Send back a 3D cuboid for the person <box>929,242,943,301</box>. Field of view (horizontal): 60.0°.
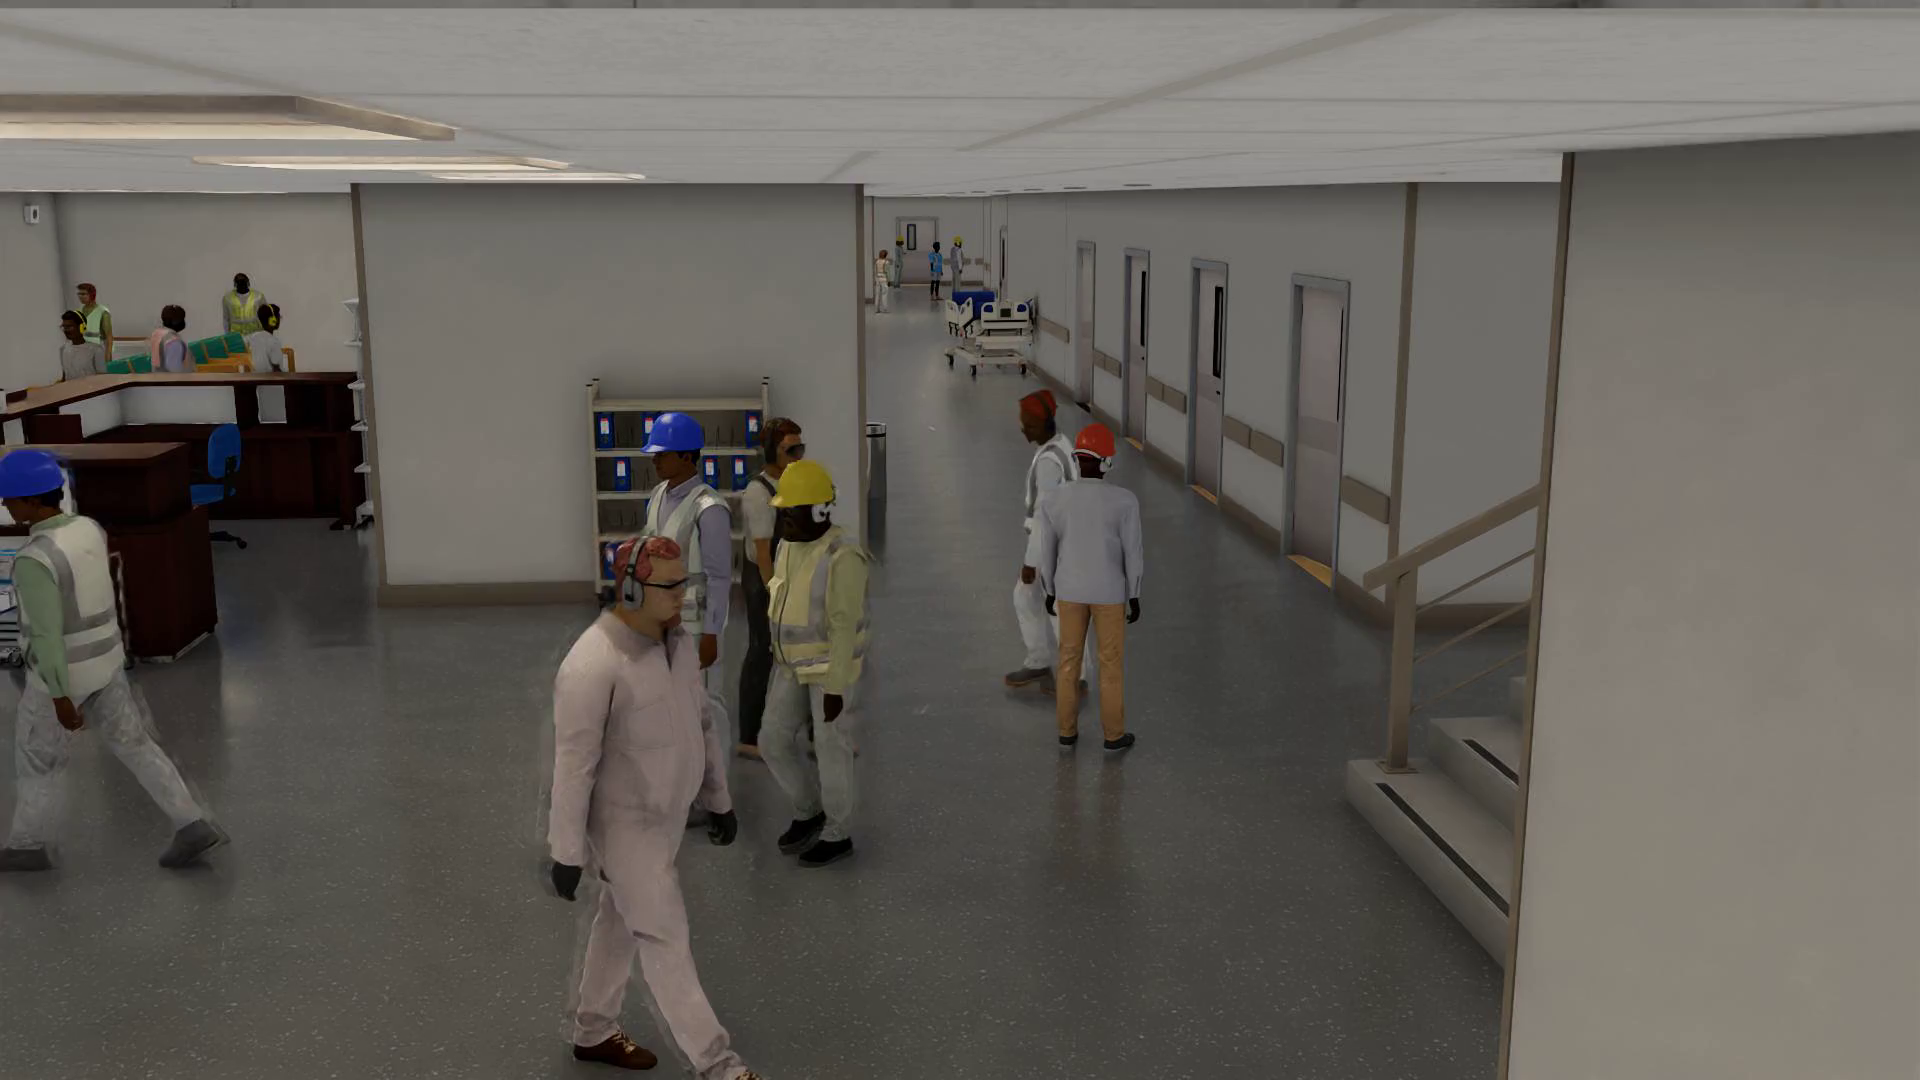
[{"bbox_3d":[-0.687,-7.838,48.508,0.319,1.697,0.532,8,14,36],"label":"person"}]

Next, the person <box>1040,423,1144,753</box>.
[{"bbox_3d":[0.704,0.253,8.822,0.561,1.753,0.330,5,12,21],"label":"person"}]

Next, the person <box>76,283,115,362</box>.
[{"bbox_3d":[-11.268,-2.429,21.721,0.570,1.840,0.373,6,13,27],"label":"person"}]

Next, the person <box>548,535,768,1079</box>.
[{"bbox_3d":[-0.919,0.910,5.348,0.980,1.858,0.672,4,12,19],"label":"person"}]

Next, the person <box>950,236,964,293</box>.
[{"bbox_3d":[-0.075,-8.085,49.375,0.404,1.835,0.590,-5,13,-23],"label":"person"}]

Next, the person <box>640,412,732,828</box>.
[{"bbox_3d":[-1.289,0.365,7.804,0.384,1.948,0.605,-10,15,-40],"label":"person"}]

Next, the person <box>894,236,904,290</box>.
[{"bbox_3d":[-1.949,-8.947,53.840,0.339,1.735,0.482,3,12,15],"label":"person"}]

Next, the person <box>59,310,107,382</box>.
[{"bbox_3d":[-8.424,-1.270,16.003,0.535,1.864,0.312,3,12,12],"label":"person"}]

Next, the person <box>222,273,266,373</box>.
[{"bbox_3d":[-10.705,-3.082,24.951,0.620,1.835,0.431,-4,12,-20],"label":"person"}]

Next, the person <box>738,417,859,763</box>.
[{"bbox_3d":[-0.850,0.289,8.484,0.778,1.815,0.524,5,13,24],"label":"person"}]

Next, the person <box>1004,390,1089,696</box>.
[{"bbox_3d":[0.472,0.040,9.637,0.650,1.845,0.644,1,12,6],"label":"person"}]

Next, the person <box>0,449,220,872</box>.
[{"bbox_3d":[-3.753,0.533,7.127,1.027,1.897,0.613,1,12,6],"label":"person"}]

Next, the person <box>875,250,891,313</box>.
[{"bbox_3d":[-2.000,-6.683,43.036,0.514,1.630,0.318,11,16,42],"label":"person"}]

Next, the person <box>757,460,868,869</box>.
[{"bbox_3d":[-0.635,0.552,7.240,0.432,1.813,0.595,-10,15,-41],"label":"person"}]
